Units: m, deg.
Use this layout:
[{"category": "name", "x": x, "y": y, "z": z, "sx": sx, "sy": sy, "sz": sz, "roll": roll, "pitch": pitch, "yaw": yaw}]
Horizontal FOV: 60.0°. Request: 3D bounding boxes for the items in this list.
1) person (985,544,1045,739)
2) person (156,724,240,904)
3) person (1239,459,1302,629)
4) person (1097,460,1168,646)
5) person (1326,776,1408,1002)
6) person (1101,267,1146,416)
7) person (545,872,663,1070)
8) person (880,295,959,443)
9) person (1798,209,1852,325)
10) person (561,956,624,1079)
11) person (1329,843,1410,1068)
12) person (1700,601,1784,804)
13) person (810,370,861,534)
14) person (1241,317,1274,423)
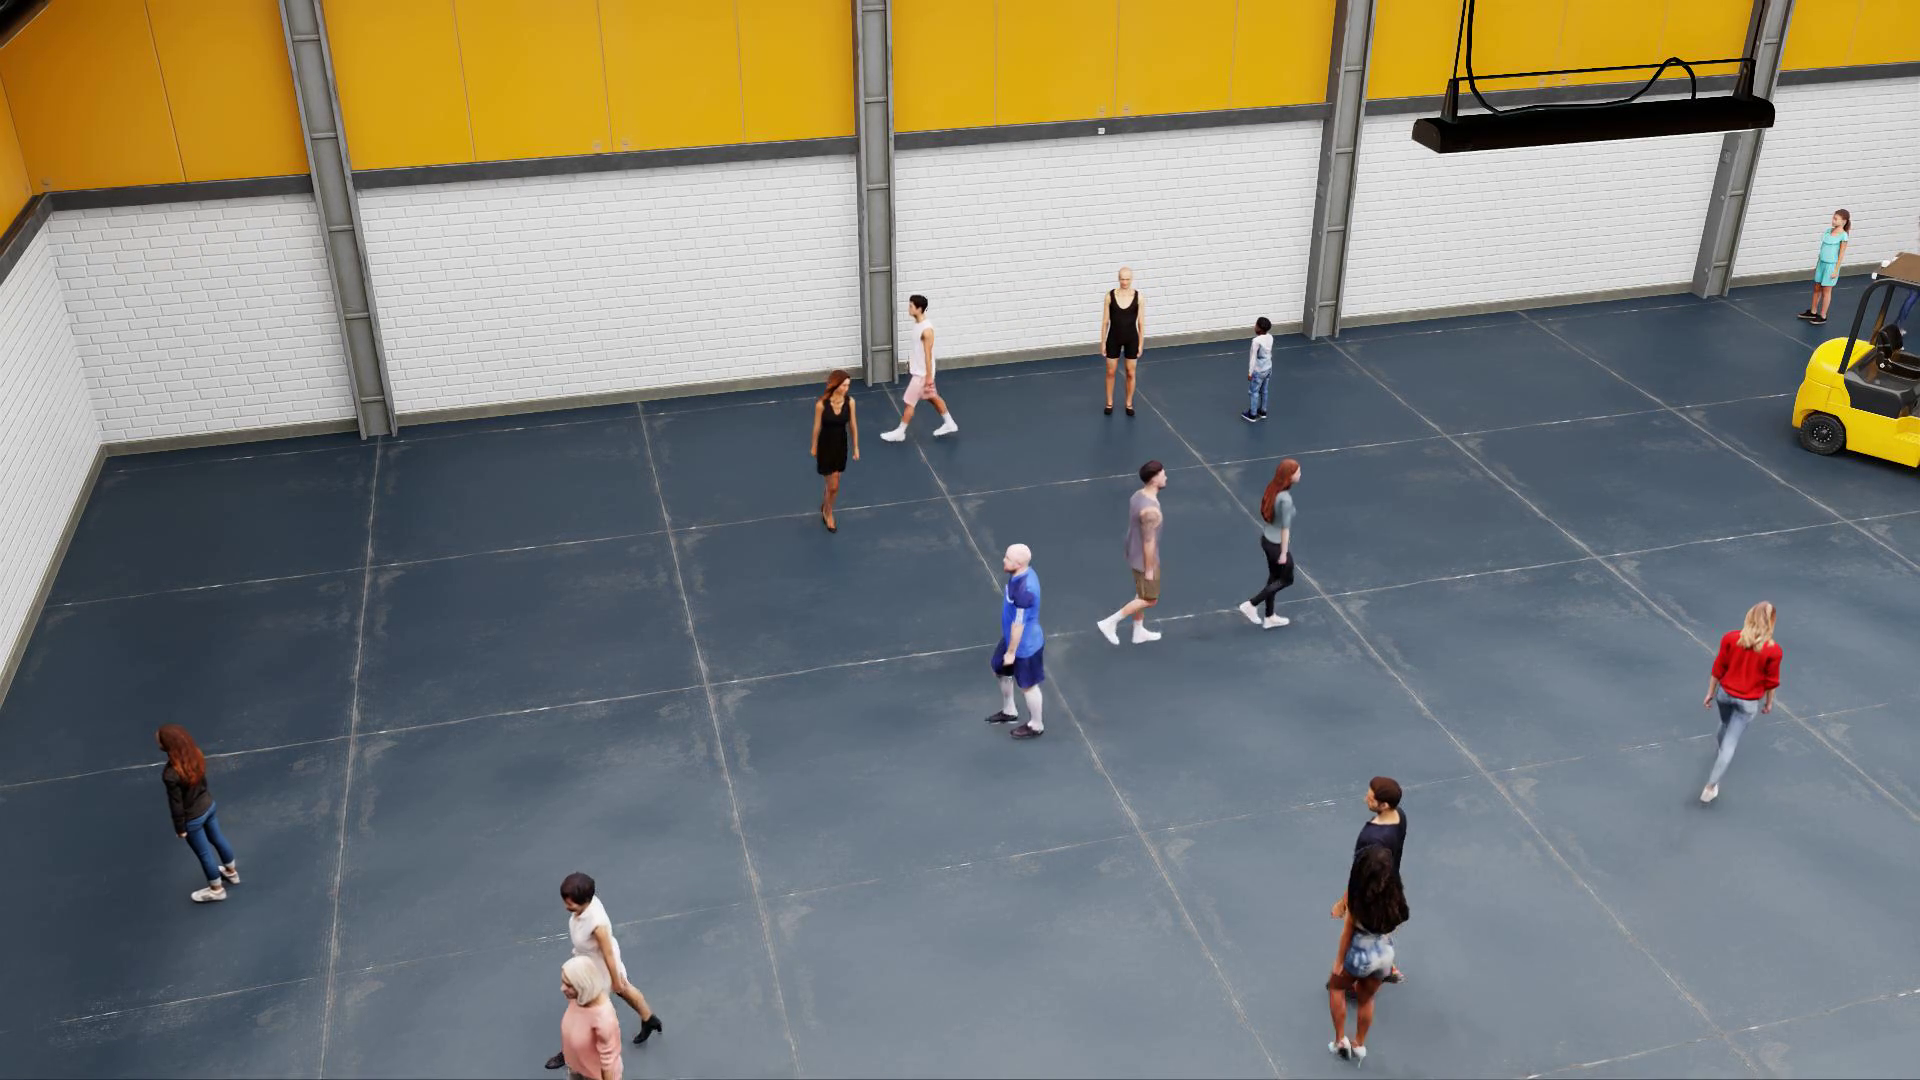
[{"category": "person", "x": 0.589, "y": 0.839, "z": 13.695, "sx": 0.732, "sy": 1.826, "sz": 0.709, "roll": -4, "pitch": 29, "yaw": -8}, {"category": "person", "x": -5.517, "y": 1.948, "z": 12.023, "sx": 0.617, "sy": 1.479, "sz": 0.631, "roll": 4, "pitch": 29, "yaw": 7}, {"category": "person", "x": 2.812, "y": 0.070, "z": 15.203, "sx": 0.753, "sy": 1.731, "sz": 0.640, "roll": -4, "pitch": 29, "yaw": -7}, {"category": "person", "x": 1.544, "y": 0.159, "z": 14.738, "sx": 0.897, "sy": 1.830, "sz": 0.698, "roll": -4, "pitch": 29, "yaw": -7}, {"category": "person", "x": 2.788, "y": 2.353, "z": 10.909, "sx": 0.910, "sy": 1.836, "sz": 0.851, "roll": 15, "pitch": 32, "yaw": 26}, {"category": "person", "x": 1.913, "y": -2.344, "z": 19.541, "sx": 0.571, "sy": 1.816, "sz": 0.762, "roll": 2, "pitch": 29, "yaw": 4}, {"category": "person", "x": -2.218, "y": 2.700, "z": 10.628, "sx": 1.039, "sy": 1.494, "sz": 0.665, "roll": -14, "pitch": 32, "yaw": -25}, {"category": "person", "x": -0.342, "y": -1.921, "z": 18.841, "sx": 1.151, "sy": 1.743, "sz": 0.713, "roll": -5, "pitch": 29, "yaw": -9}, {"category": "person", "x": 11.612, "y": -3.664, "z": 22.229, "sx": 0.518, "sy": 1.558, "sz": 0.545, "roll": -6, "pitch": 29, "yaw": -11}, {"category": "person", "x": -2.064, "y": 3.057, "z": 9.741, "sx": 0.822, "sy": 1.718, "sz": 0.755, "roll": -23, "pitch": 36, "yaw": -35}, {"category": "person", "x": 2.612, "y": 2.702, "z": 10.525, "sx": 0.609, "sy": 1.590, "sz": 0.727, "roll": -17, "pitch": 33, "yaw": -29}, {"category": "person", "x": 6.074, "y": 1.302, "z": 13.029, "sx": 1.071, "sy": 1.651, "sz": 1.231, "roll": 22, "pitch": 35, "yaw": 34}, {"category": "person", "x": -1.335, "y": -0.910, "z": 16.930, "sx": 0.723, "sy": 1.797, "sz": 0.747, "roll": -10, "pitch": 30, "yaw": -18}, {"category": "person", "x": 3.525, "y": -2.015, "z": 19.520, "sx": 0.514, "sy": 1.258, "sz": 0.598, "roll": -21, "pitch": 35, "yaw": -34}]
